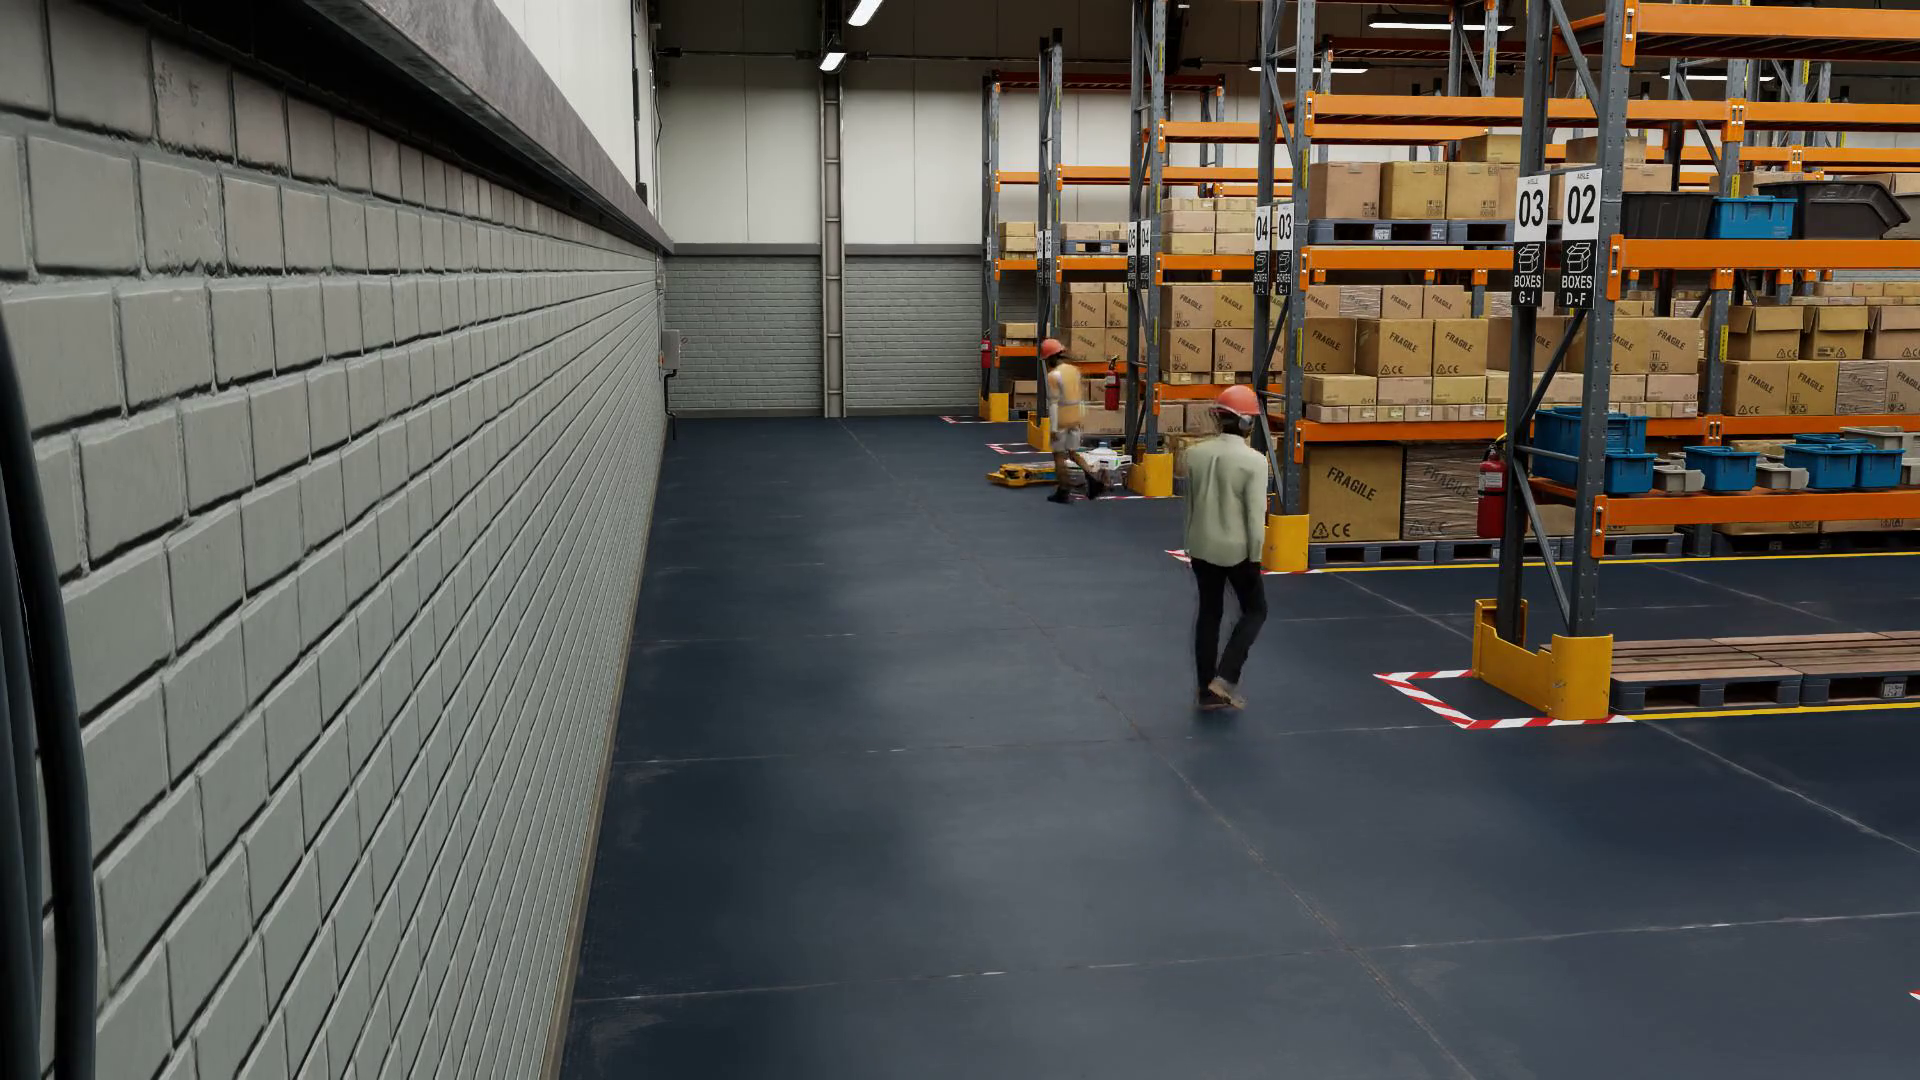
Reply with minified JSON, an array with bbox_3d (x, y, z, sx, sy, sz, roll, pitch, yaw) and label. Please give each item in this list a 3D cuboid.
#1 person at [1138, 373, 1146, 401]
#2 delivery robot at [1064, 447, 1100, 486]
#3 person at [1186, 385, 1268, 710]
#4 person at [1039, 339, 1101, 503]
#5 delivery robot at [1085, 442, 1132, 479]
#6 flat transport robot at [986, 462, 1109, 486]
[{"bbox_3d":[2.929,-2.522,26.223,0.969,1.879,0.593,-2,9,-12],"label":"person"},{"bbox_3d":[1.431,-0.860,19.736,0.477,0.478,0.707,3,10,16],"label":"delivery robot"},{"bbox_3d":[1.612,0.060,10.002,0.610,1.976,0.439,9,13,44],"label":"person"},{"bbox_3d":[1.240,-1.326,18.788,0.624,1.890,0.677,-9,13,-43],"label":"person"},{"bbox_3d":[1.742,-0.945,20.256,0.707,0.478,0.477,8,13,42],"label":"delivery robot"},{"bbox_3d":[1.111,-0.848,20.823,1.431,0.197,0.652,-4,10,-24],"label":"flat transport robot"}]
